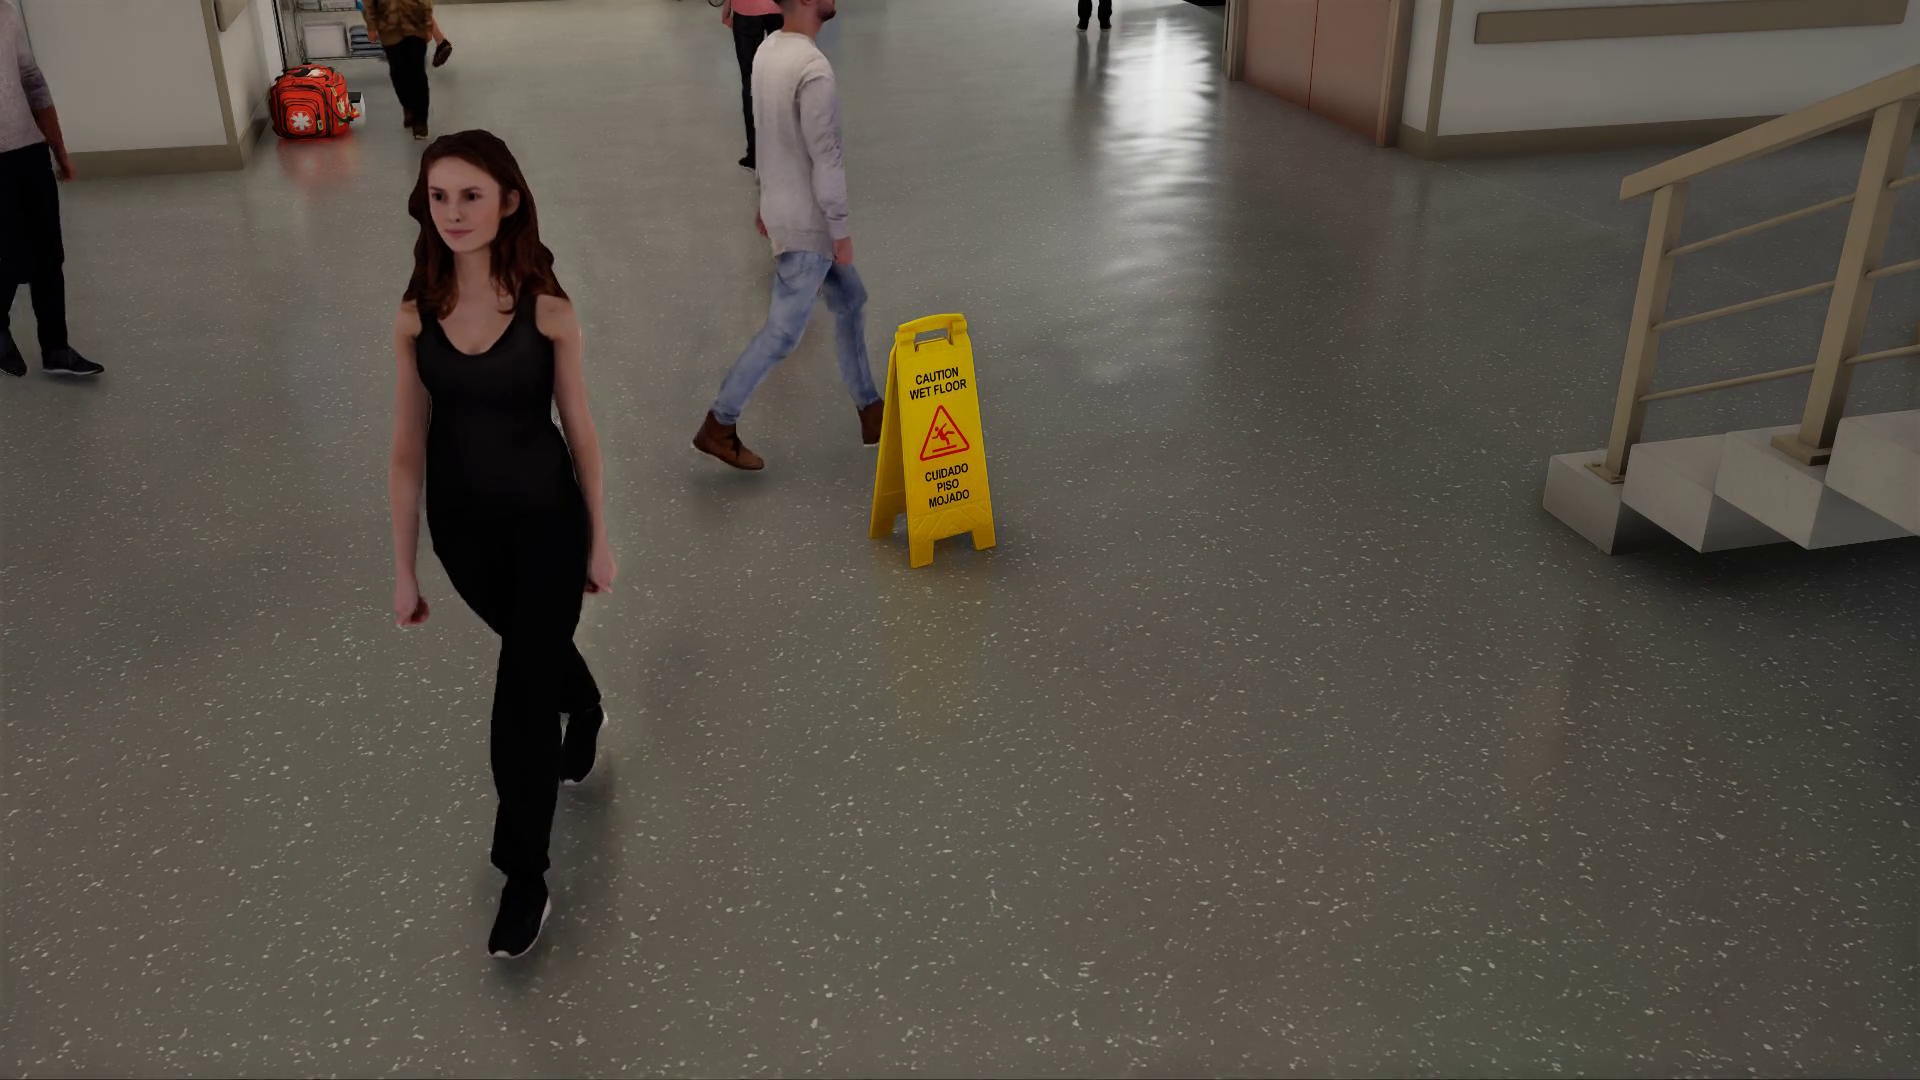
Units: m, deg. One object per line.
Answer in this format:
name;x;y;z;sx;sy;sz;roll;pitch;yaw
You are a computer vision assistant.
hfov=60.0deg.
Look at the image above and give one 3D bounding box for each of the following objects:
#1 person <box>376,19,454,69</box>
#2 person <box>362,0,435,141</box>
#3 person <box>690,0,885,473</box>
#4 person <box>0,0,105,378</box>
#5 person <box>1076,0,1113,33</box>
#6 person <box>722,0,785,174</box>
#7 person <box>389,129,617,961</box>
person;-4.393;-4.491;13.153;1.085;1.519;1.040;14;29;27
person;-3.682;-3.390;10.979;0.627;1.424;0.985;-5;26;-10
person;-0.613;-1.080;5.744;0.844;1.810;1.130;-10;27;-19
person;-3.892;-1.525;6.640;0.903;1.833;0.825;9;27;17
person;1.222;-5.349;15.012;0.634;1.450;0.605;0;26;1
person;-1.184;-3.218;10.008;0.646;1.958;0.558;-9;27;-18
person;-0.981;-0.047;3.728;0.850;1.701;1.233;1;26;2
